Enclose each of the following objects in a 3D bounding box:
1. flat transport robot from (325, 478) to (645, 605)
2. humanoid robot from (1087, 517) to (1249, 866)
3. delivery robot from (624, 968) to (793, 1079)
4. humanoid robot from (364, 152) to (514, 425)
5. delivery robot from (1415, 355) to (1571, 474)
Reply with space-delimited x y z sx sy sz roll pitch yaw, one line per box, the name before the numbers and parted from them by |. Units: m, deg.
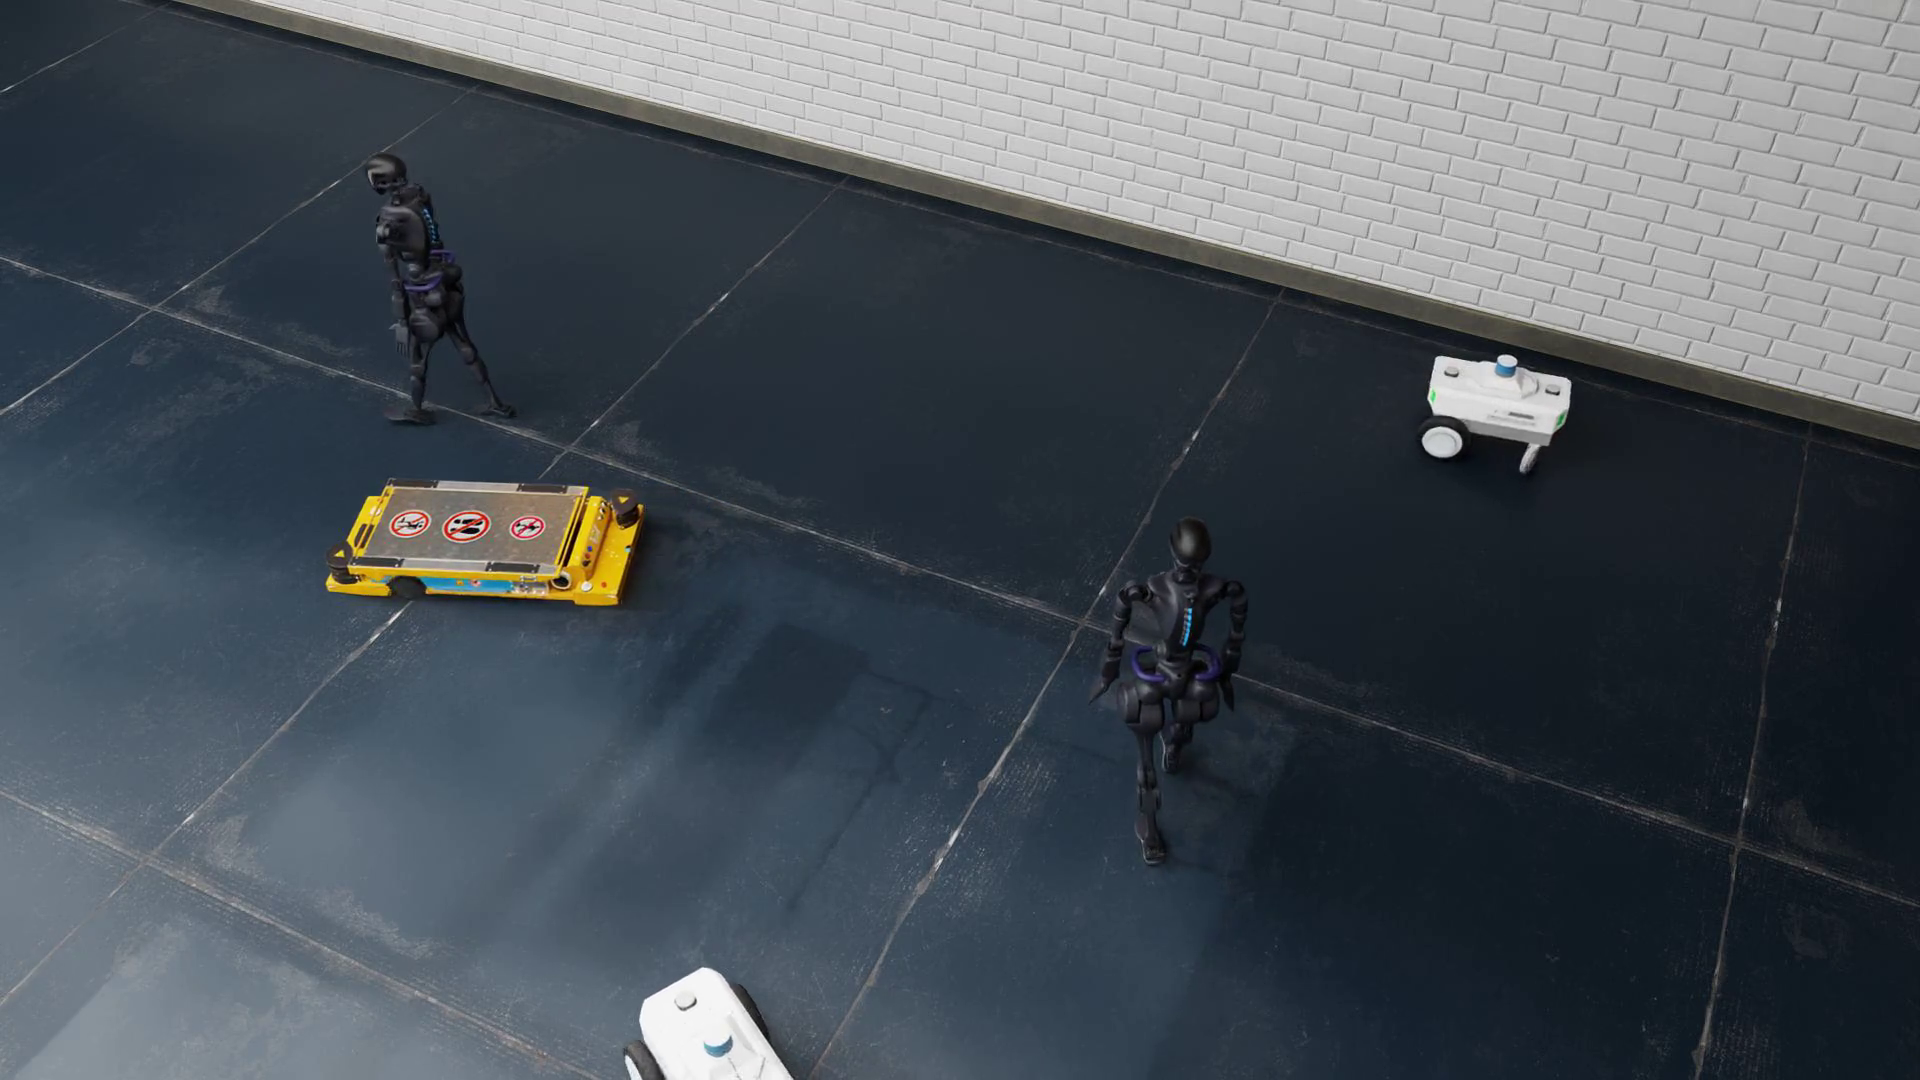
flat transport robot | -2.341 0.009 8.246 1.431 0.231 0.659 2 43 3
humanoid robot | 0.812 0.530 6.666 0.601 1.632 0.714 -4 43 -4
delivery robot | -0.849 1.919 5.967 0.499 0.584 0.783 -25 49 -25
humanoid robot | -2.795 -1.281 8.617 0.678 1.629 0.601 6 43 6
delivery robot | 2.814 -0.713 8.807 0.751 0.584 0.522 12 44 13
